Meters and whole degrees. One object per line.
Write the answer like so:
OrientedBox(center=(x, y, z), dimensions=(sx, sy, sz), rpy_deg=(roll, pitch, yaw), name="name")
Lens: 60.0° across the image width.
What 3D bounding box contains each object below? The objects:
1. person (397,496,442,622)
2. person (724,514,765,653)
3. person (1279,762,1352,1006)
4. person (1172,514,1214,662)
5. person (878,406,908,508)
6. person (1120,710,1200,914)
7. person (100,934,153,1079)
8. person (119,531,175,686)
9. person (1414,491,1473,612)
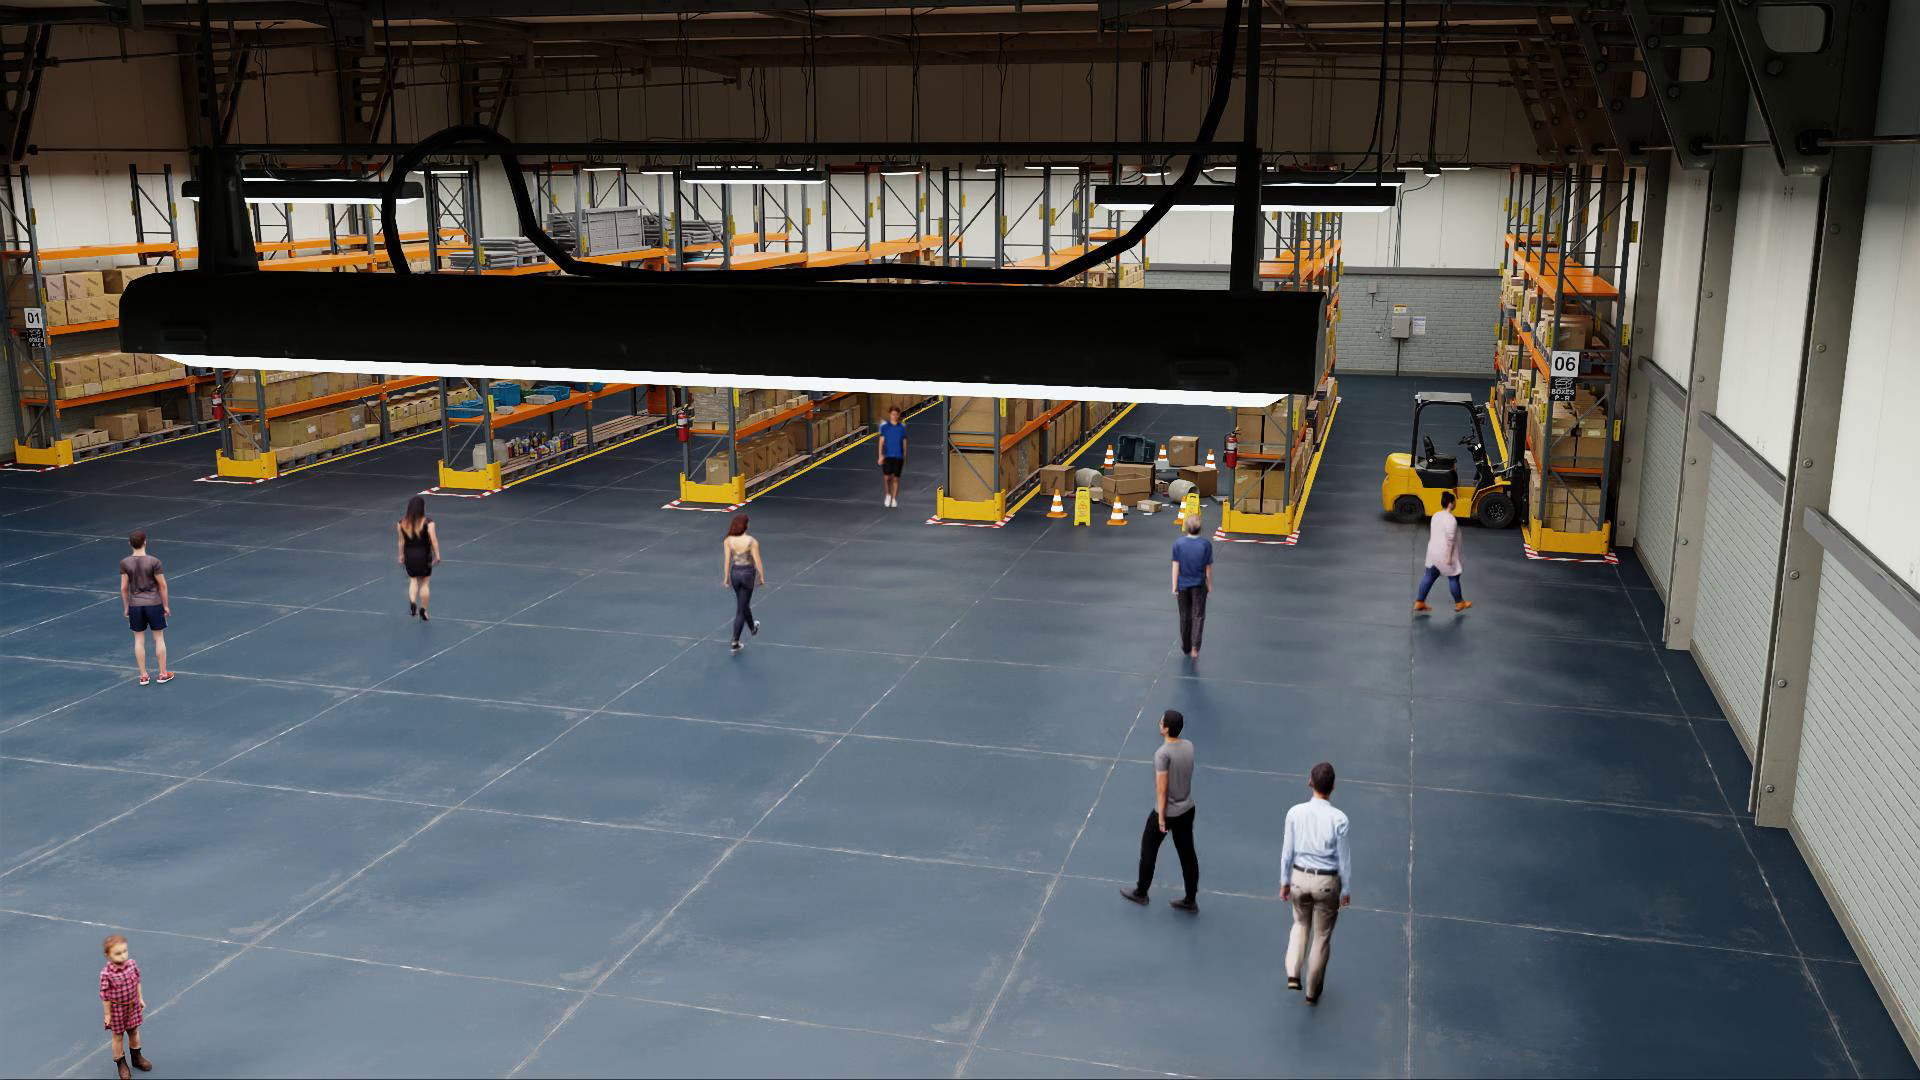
OrientedBox(center=(-7.332, 0.283, 22.433), dimensions=(0.724, 1.708, 0.701), rpy_deg=(1, 13, 3), name="person")
OrientedBox(center=(-2.791, 0.577, 21.152), dimensions=(0.631, 1.712, 1.157), rpy_deg=(4, 14, 16), name="person")
OrientedBox(center=(2.596, 2.576, 12.250), dimensions=(0.717, 1.835, 0.739), rpy_deg=(7, 15, 26), name="person")
OrientedBox(center=(2.878, 0.620, 20.671), dimensions=(0.721, 1.846, 1.060), rpy_deg=(2, 13, 9), name="person")
OrientedBox(center=(-1.209, -1.508, 29.844), dimensions=(0.785, 1.854, 0.791), rpy_deg=(-2, 13, -8), name="person")
OrientedBox(center=(1.831, 2.272, 13.786), dimensions=(0.953, 1.734, 0.949), rpy_deg=(-11, 17, -40), name="person")
OrientedBox(center=(-5.750, 3.182, 11.436), dimensions=(0.548, 1.021, 0.455), rpy_deg=(10, 16, 36), name="person")
OrientedBox(center=(-9.736, 0.802, 19.873), dimensions=(0.734, 1.851, 0.722), rpy_deg=(-3, 13, -14), name="person")
OrientedBox(center=(6.547, 0.200, 22.806), dimensions=(1.112, 1.701, 1.143), rpy_deg=(-4, 14, -18), name="person")
